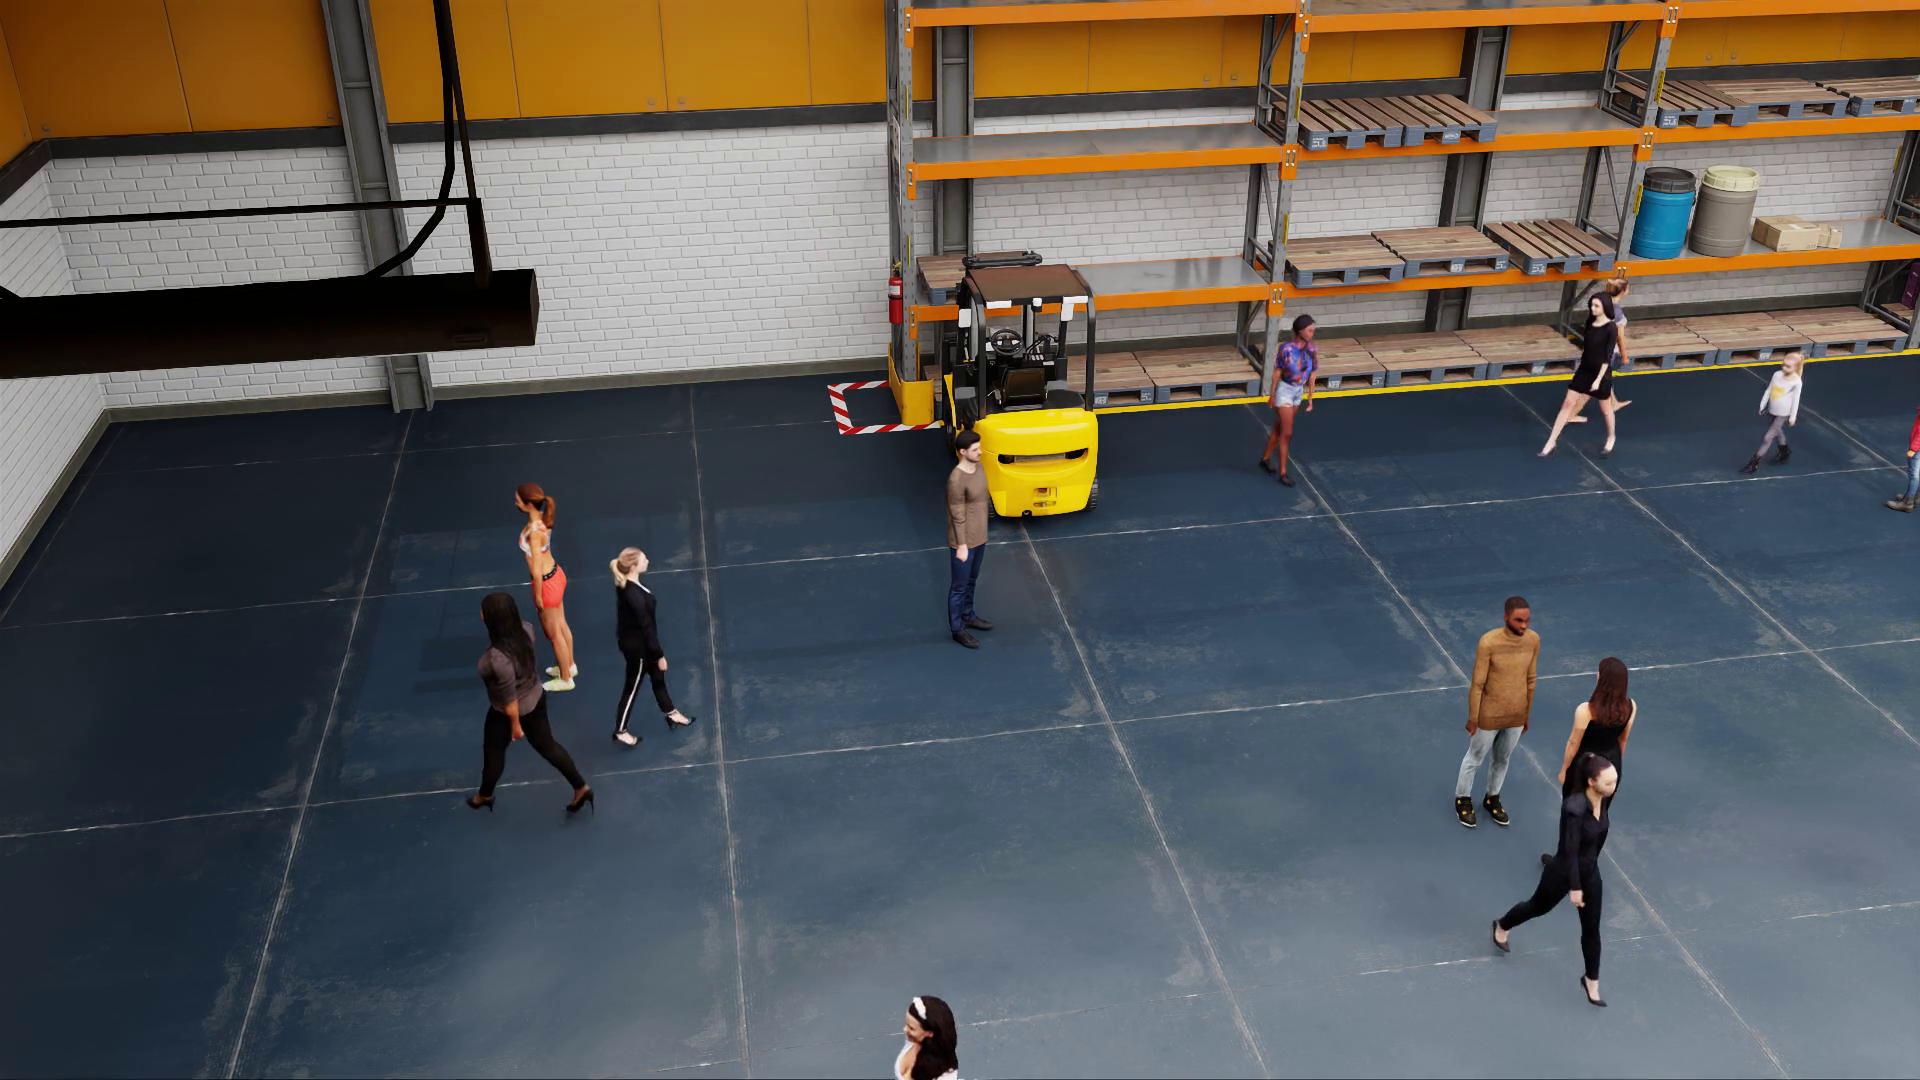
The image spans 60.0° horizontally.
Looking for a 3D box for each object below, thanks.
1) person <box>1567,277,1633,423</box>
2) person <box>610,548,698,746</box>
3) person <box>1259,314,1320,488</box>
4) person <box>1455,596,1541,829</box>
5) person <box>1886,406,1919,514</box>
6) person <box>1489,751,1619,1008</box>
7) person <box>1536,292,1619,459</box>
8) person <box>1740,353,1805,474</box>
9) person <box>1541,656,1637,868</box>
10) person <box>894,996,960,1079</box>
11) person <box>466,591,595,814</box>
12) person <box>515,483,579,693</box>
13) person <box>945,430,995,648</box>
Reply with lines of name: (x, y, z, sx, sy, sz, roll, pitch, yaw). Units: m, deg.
person: (6.686, -1.953, 17.469, 0.989, 1.579, 0.612, -3, 29, -5)
person: (-2.463, 0.841, 12.247, 0.968, 1.674, 0.776, -12, 31, -21)
person: (3.172, -1.403, 16.329, 0.889, 1.704, 0.819, -8, 30, -14)
person: (3.725, 1.166, 11.502, 0.493, 1.817, 0.676, -6, 29, -11)
person: (9.153, -0.897, 15.806, 0.553, 1.317, 0.645, -21, 35, -34)
person: (3.634, 2.003, 10.117, 1.094, 1.674, 0.960, -19, 34, -31)
person: (6.421, -1.600, 16.645, 1.188, 1.747, 0.810, -12, 31, -22)
person: (8.211, -1.281, 16.572, 0.974, 1.257, 0.650, -11, 30, -19)
person: (4.180, 1.521, 10.987, 0.467, 1.687, 0.632, -6, 29, -11)
person: (-0.083, 2.945, 8.252, 0.950, 1.805, 0.758, -10, 30, -18)
person: (-2.942, 1.191, 11.487, 1.248, 1.787, 0.963, 6, 29, 11)
person: (-3.218, 0.359, 13.014, 0.561, 1.785, 0.589, -1, 29, -2)
person: (0.056, -0.039, 13.637, 0.762, 1.889, 0.744, 12, 31, 20)
